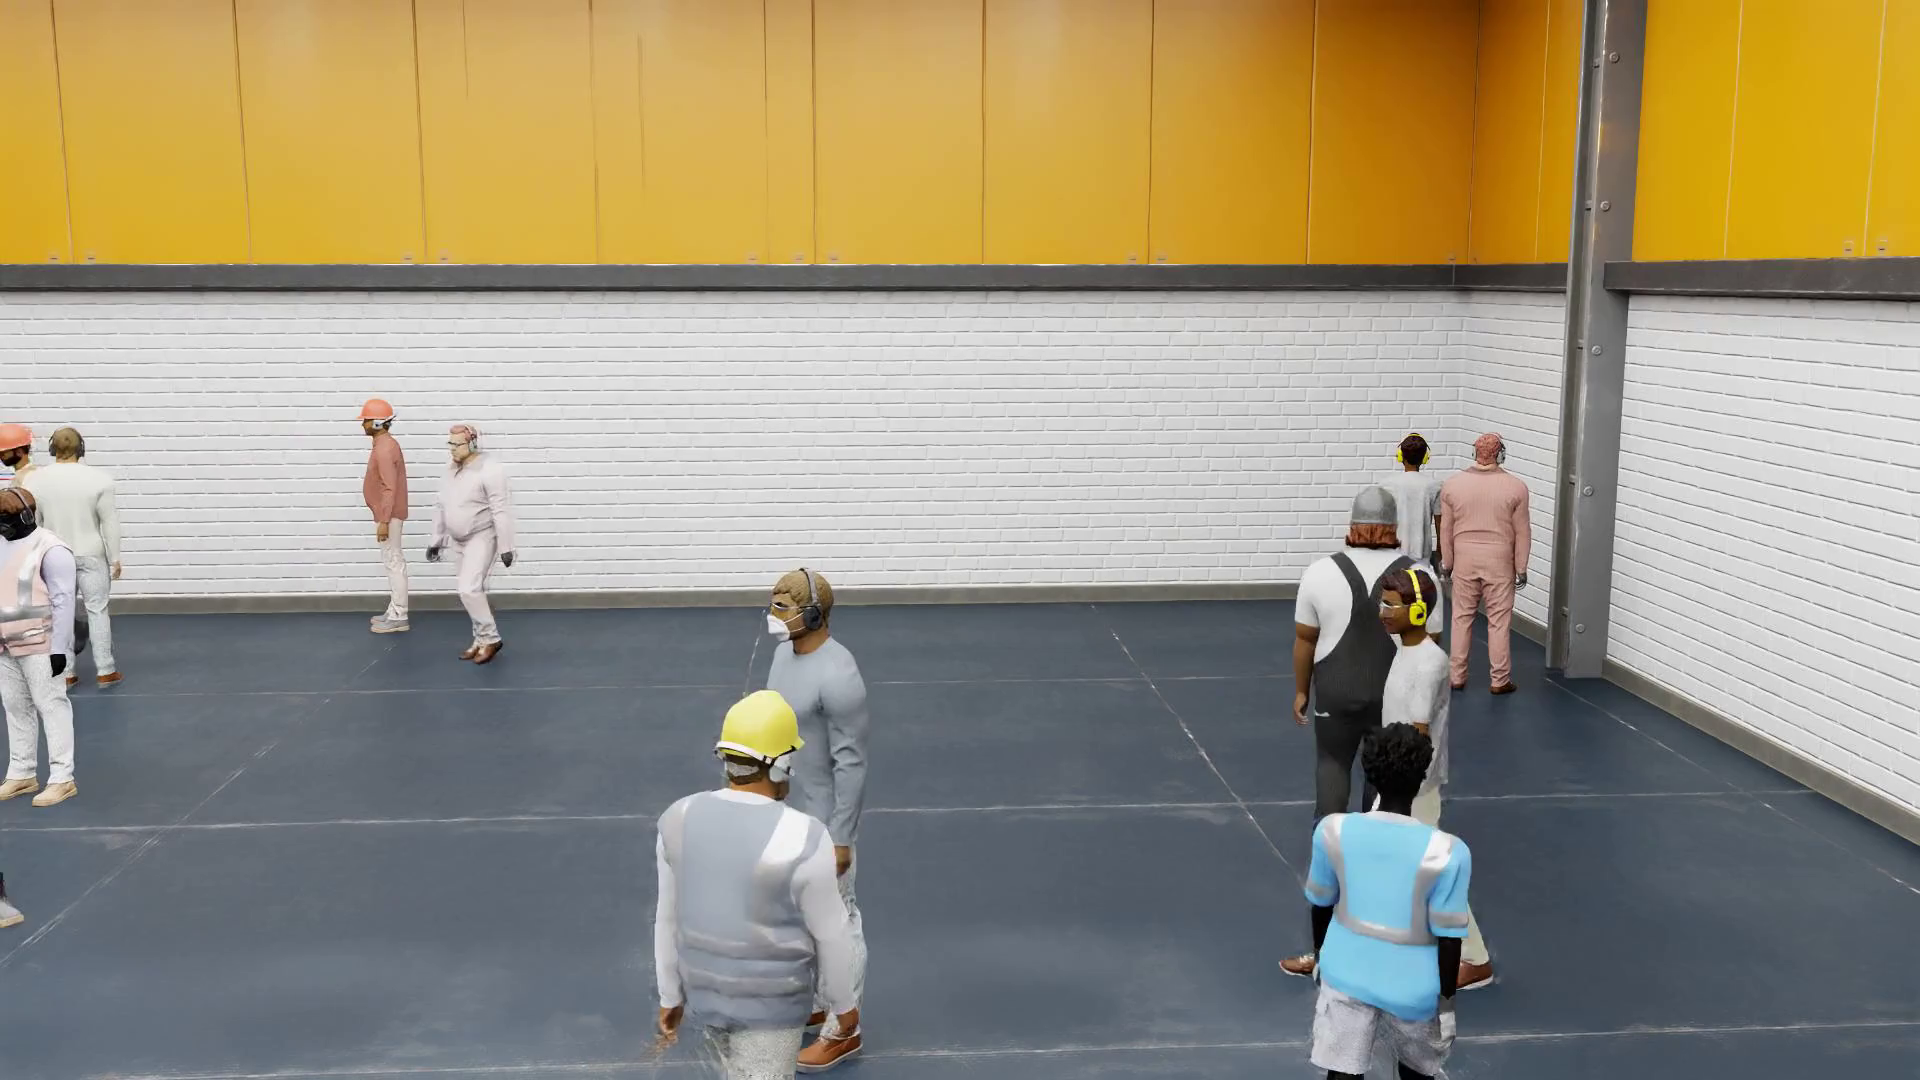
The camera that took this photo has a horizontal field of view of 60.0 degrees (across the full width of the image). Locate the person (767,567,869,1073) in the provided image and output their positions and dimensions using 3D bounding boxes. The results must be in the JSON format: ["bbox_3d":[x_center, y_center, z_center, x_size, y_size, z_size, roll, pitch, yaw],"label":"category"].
[{"bbox_3d":[-0.561,1.059,6.386,0.378,1.940,0.629,-5,10,-28],"label":"person"}]

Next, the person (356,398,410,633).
[{"bbox_3d":[-4.904,-0.212,14.187,0.383,1.996,0.609,-2,9,-15],"label":"person"}]

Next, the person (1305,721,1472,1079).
[{"bbox_3d":[1.330,1.385,5.236,0.539,1.645,0.926,6,11,32],"label":"person"}]

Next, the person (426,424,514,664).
[{"bbox_3d":[-3.832,0.030,13.011,0.662,1.886,0.507,7,12,39],"label":"person"}]

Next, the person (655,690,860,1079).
[{"bbox_3d":[-0.563,1.335,5.046,0.596,1.803,0.725,6,11,31],"label":"person"}]

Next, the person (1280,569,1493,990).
[{"bbox_3d":[1.869,1.020,7.007,0.888,1.823,0.532,0,9,0],"label":"person"}]

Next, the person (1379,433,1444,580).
[{"bbox_3d":[3.346,0.134,12.412,0.520,1.871,0.326,1,9,5],"label":"person"}]

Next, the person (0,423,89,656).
[{"bbox_3d":[-7.103,0.047,12.805,0.551,1.913,0.564,-5,11,-31],"label":"person"}]

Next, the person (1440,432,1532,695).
[{"bbox_3d":[3.810,0.169,12.073,0.643,1.909,0.410,5,10,29],"label":"person"}]

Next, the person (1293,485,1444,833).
[{"bbox_3d":[2.001,0.722,8.185,0.708,2.000,0.659,3,9,16],"label":"person"}]

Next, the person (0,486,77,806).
[{"bbox_3d":[-5.368,0.606,9.552,0.624,1.840,0.429,3,10,19],"label":"person"}]

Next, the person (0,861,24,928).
[{"bbox_3d":[-4.883,0.828,7.793,0.951,1.961,0.606,5,10,29],"label":"person"}]

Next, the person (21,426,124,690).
[{"bbox_3d":[-6.481,0.135,12.193,0.635,1.937,0.356,-2,9,-14],"label":"person"}]
